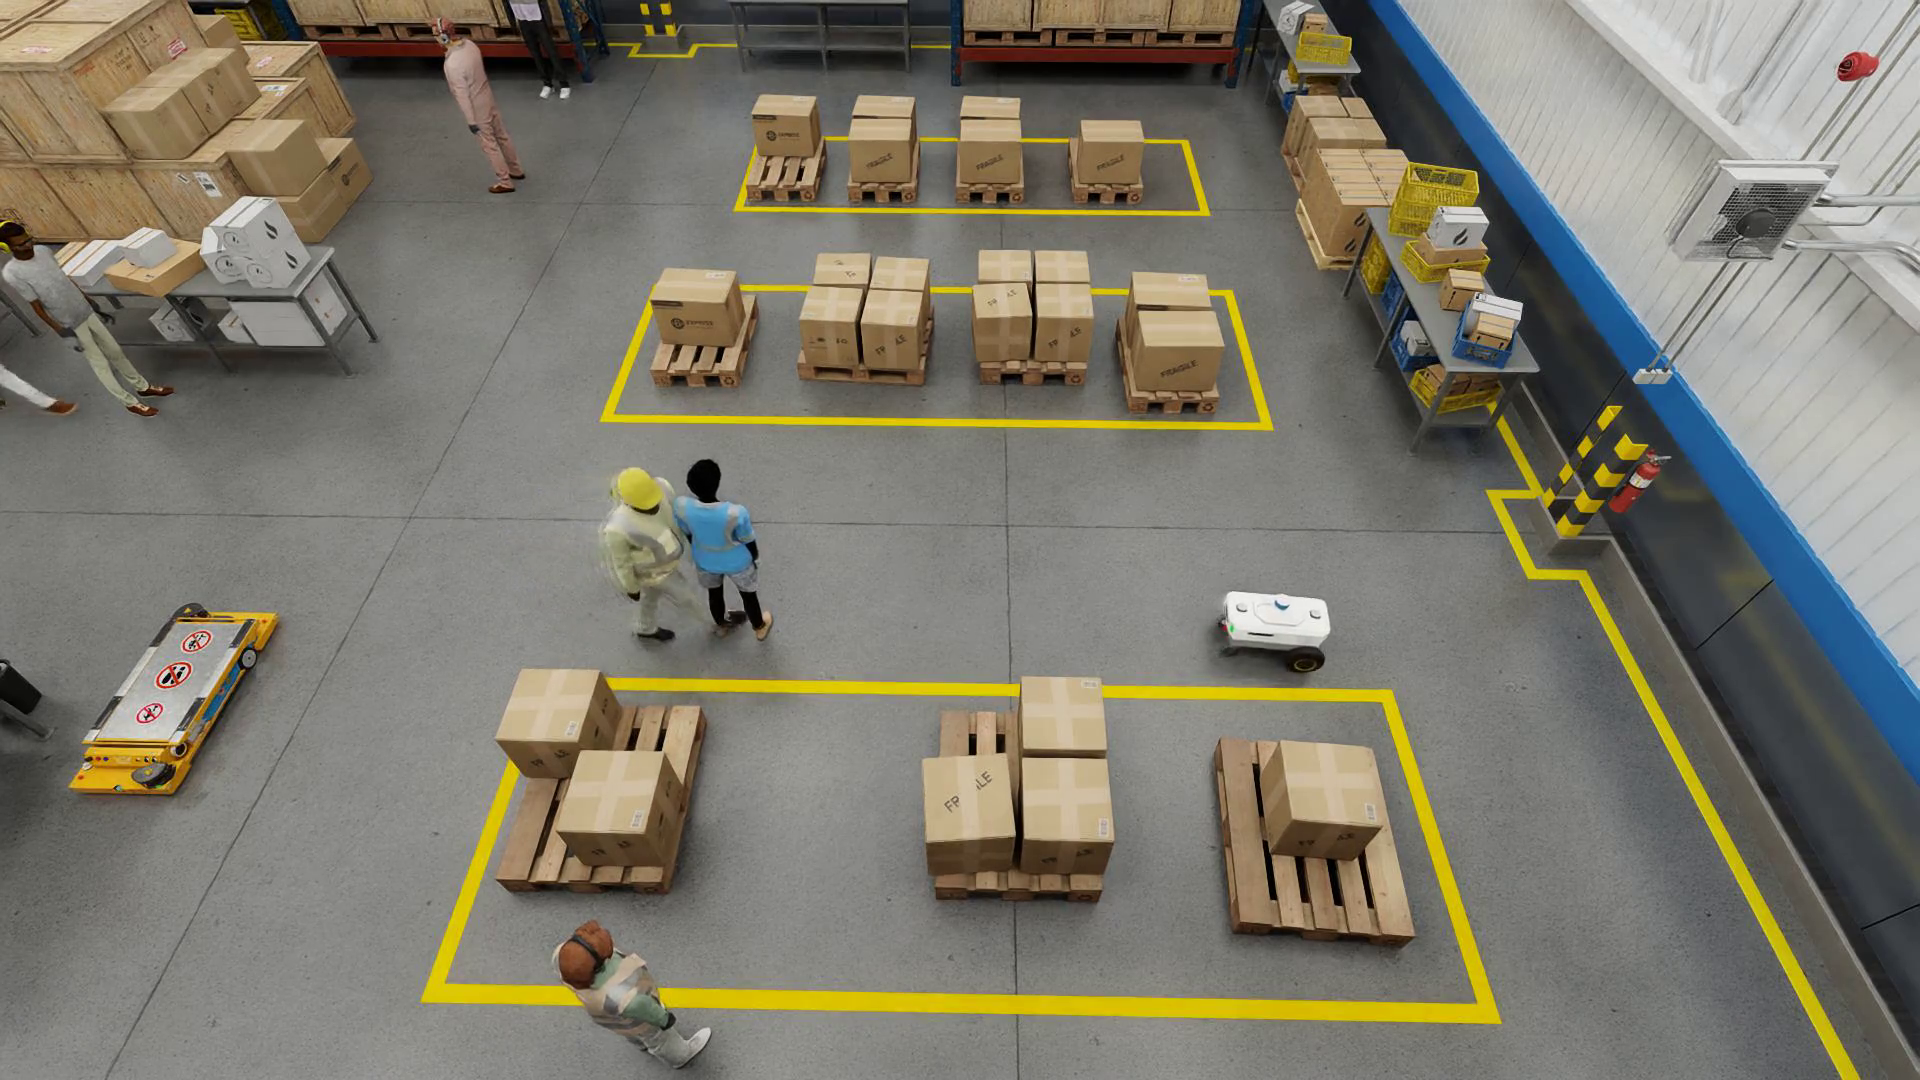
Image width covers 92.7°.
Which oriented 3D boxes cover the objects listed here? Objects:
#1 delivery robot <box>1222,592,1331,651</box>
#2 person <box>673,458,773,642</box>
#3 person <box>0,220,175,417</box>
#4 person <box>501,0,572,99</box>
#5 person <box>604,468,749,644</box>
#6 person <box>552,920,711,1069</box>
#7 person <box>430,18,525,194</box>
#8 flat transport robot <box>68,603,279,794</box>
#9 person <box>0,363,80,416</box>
[{"bbox_3d":[2.271,0.574,6.619,0.707,0.478,0.477,5,50,4],"label":"delivery robot"},{"bbox_3d":[-1.627,0.109,6.335,0.534,1.690,0.323,6,50,5],"label":"person"},{"bbox_3d":[-7.594,-1.896,7.918,0.326,1.865,0.518,-1,50,-1],"label":"person"},{"bbox_3d":[-5.655,-6.851,12.085,0.599,1.907,0.398,2,50,2],"label":"person"},{"bbox_3d":[-2.024,0.128,6.257,0.851,1.768,0.571,2,50,2],"label":"person"},{"bbox_3d":[-1.638,2.281,4.528,0.512,1.640,0.309,21,53,17],"label":"person"},{"bbox_3d":[-5.525,-4.939,10.474,0.402,1.900,0.644,2,50,2],"label":"person"},{"bbox_3d":[-5.504,1.072,6.442,0.652,0.197,1.431,1,50,1],"label":"flat transport robot"},{"bbox_3d":[-8.731,-1.808,7.865,0.986,1.839,0.587,-5,50,-4],"label":"person"}]
